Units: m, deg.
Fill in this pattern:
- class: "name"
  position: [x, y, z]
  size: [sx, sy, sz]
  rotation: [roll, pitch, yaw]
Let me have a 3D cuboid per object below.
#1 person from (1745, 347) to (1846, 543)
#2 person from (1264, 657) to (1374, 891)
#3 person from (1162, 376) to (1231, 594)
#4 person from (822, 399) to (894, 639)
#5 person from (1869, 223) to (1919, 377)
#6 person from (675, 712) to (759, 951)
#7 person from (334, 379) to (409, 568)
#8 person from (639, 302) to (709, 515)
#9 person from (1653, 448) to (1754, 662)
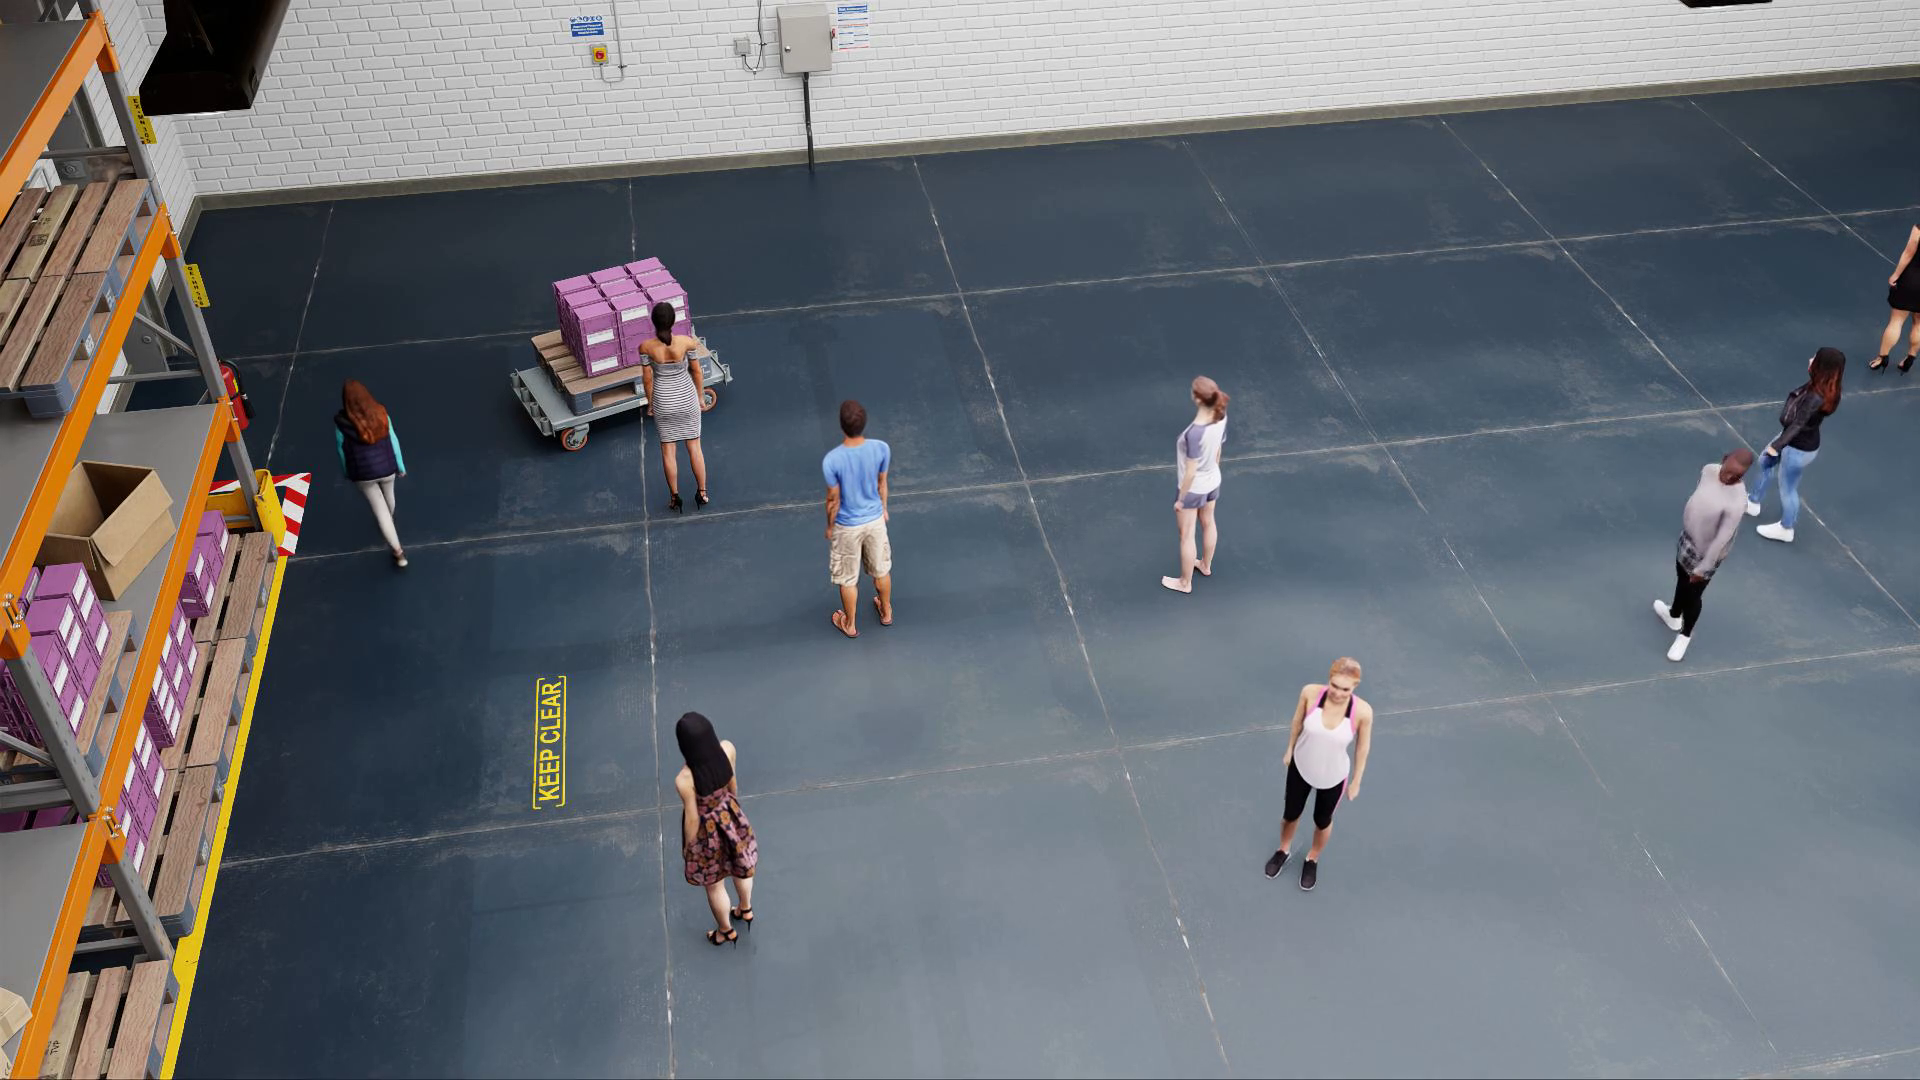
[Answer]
- class: "person"
  position: [6.243, -0.671, 12.233]
  size: [0.930, 1.619, 0.873]
  rotation: [22, 44, 25]
- class: "person"
  position: [2.095, 1.314, 9.614]
  size: [0.694, 1.785, 0.732]
  rotation: [20, 43, 23]
- class: "person"
  position: [1.689, -0.389, 11.762]
  size: [0.712, 1.765, 0.679]
  rotation: [32, 48, 33]
- class: "person"
  position: [-0.694, -0.141, 11.373]
  size: [0.705, 1.863, 0.653]
  rotation: [-17, 42, -20]
- class: "person"
  position: [8.111, -2.166, 14.026]
  size: [0.737, 1.716, 0.713]
  rotation: [5, 39, 7]
- class: "person"
  position: [-1.373, 1.614, 9.247]
  size: [0.863, 1.773, 0.806]
  rotation: [25, 45, 28]
- class: "person"
  position: [-4.252, -0.464, 12.100]
  size: [0.794, 1.459, 1.040]
  rotation: [-20, 43, -23]
- class: "person"
  position: [-2.128, -0.986, 12.463]
  size: [0.592, 1.822, 0.522]
  rotation: [-7, 39, -9]
- class: "person"
  position: [5.050, 0.001, 11.286]
  size: [0.876, 1.750, 0.515]
  rotation: [4, 39, 5]
